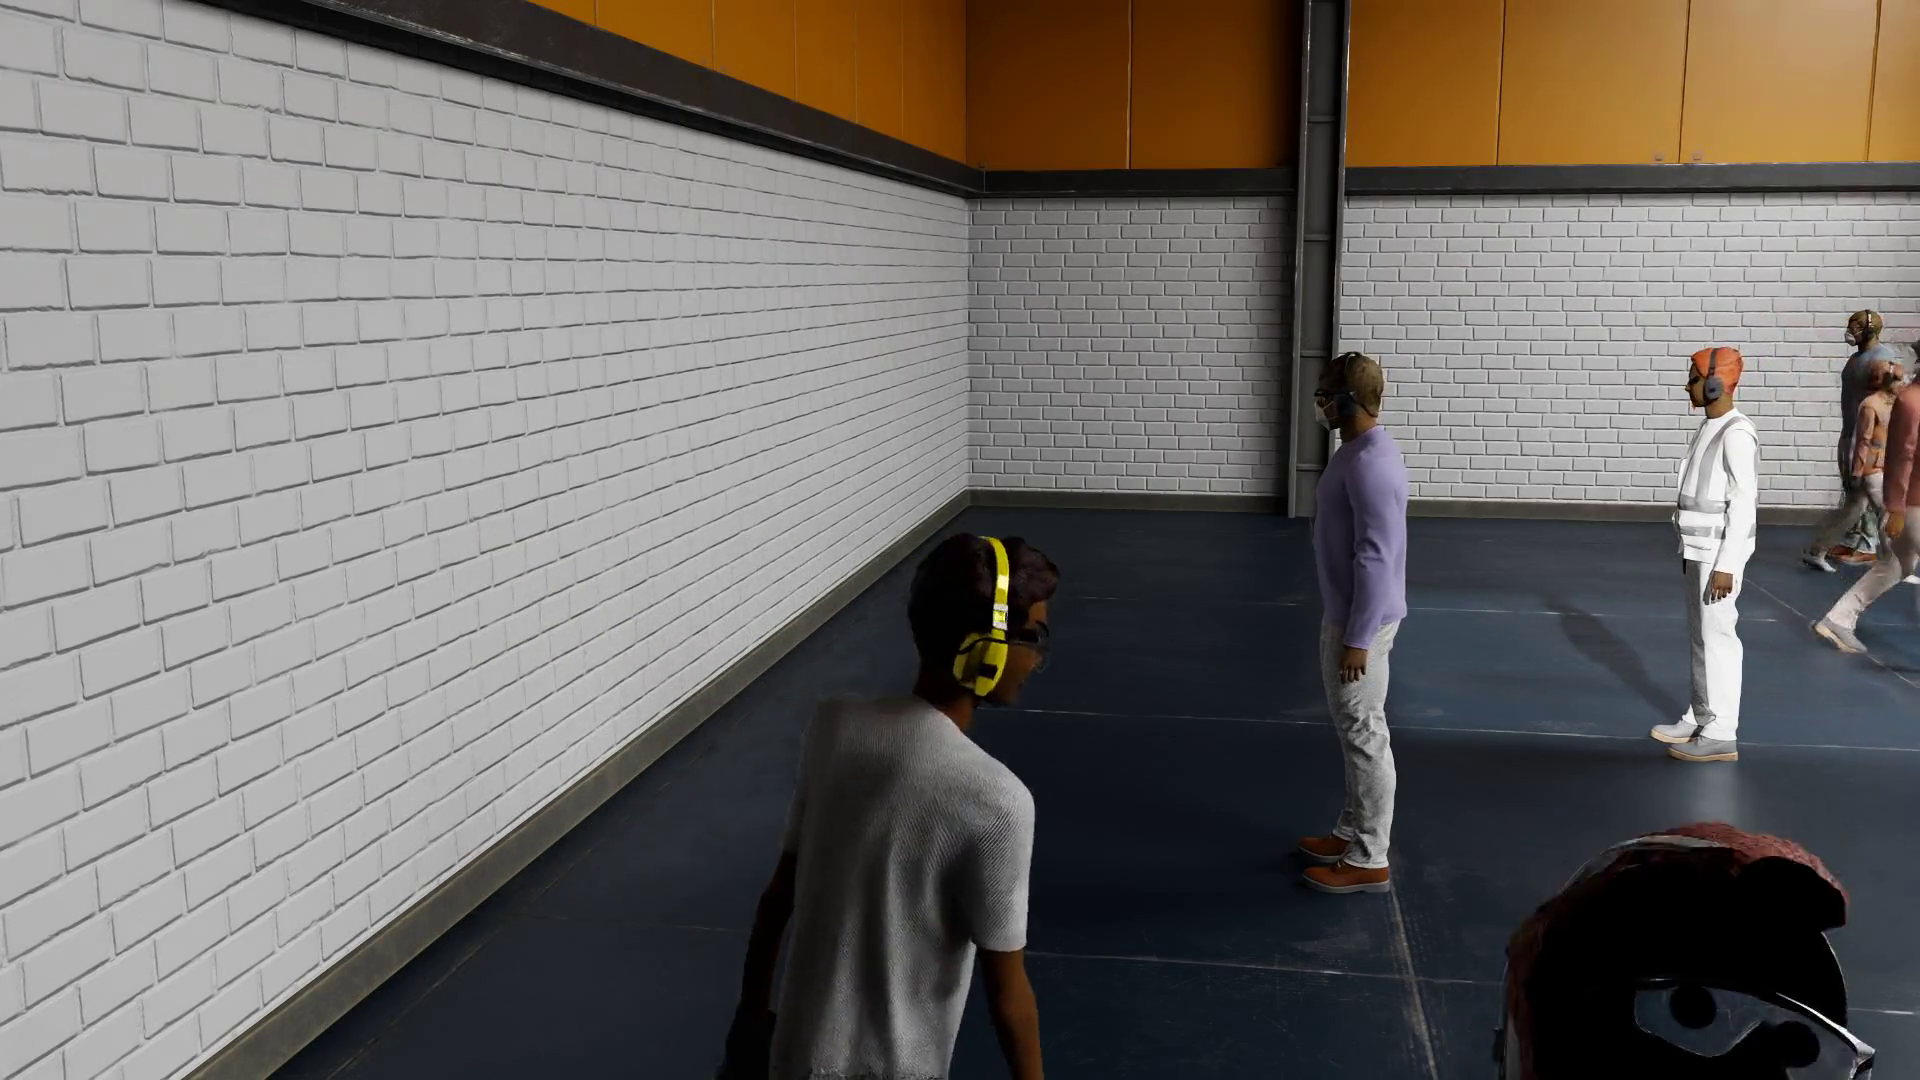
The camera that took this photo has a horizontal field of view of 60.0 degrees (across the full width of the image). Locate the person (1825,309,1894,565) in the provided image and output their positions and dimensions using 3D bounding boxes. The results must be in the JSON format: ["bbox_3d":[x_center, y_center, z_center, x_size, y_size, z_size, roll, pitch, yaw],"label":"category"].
[{"bbox_3d":[6.831,-0.774,12.603,0.354,1.937,0.635,2,9,10],"label":"person"}]

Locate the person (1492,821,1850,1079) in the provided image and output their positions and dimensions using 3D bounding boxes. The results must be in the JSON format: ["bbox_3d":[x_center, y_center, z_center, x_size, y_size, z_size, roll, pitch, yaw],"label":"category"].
[{"bbox_3d":[0.503,1.101,1.191,0.962,1.856,0.680,-8,12,-40],"label":"person"}]

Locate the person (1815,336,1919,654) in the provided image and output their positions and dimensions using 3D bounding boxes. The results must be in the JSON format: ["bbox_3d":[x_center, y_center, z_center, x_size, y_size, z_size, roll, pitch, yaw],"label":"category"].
[{"bbox_3d":[5.339,-0.245,9.326,0.963,1.954,0.624,9,13,43],"label":"person"}]

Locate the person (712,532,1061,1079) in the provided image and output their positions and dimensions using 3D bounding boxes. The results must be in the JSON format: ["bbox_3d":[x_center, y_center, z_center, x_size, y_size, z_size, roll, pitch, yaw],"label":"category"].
[{"bbox_3d":[-0.093,0.886,2.706,0.856,1.802,0.530,-7,11,-36],"label":"person"}]

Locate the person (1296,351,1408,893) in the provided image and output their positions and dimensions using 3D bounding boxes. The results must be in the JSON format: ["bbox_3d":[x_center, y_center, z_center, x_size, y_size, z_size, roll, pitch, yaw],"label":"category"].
[{"bbox_3d":[1.419,0.296,5.970,0.349,1.935,0.635,2,9,10],"label":"person"}]

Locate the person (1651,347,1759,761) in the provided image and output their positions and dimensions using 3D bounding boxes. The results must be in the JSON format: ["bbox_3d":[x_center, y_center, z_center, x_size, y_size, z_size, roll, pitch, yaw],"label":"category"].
[{"bbox_3d":[3.419,0.065,7.566,0.337,1.881,0.585,2,9,10],"label":"person"}]

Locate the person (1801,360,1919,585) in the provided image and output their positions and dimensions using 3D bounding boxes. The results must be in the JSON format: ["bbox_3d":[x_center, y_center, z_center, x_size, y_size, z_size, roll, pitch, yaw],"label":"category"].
[{"bbox_3d":[6.561,-0.507,12.024,0.844,1.592,0.498,7,11,36],"label":"person"}]
